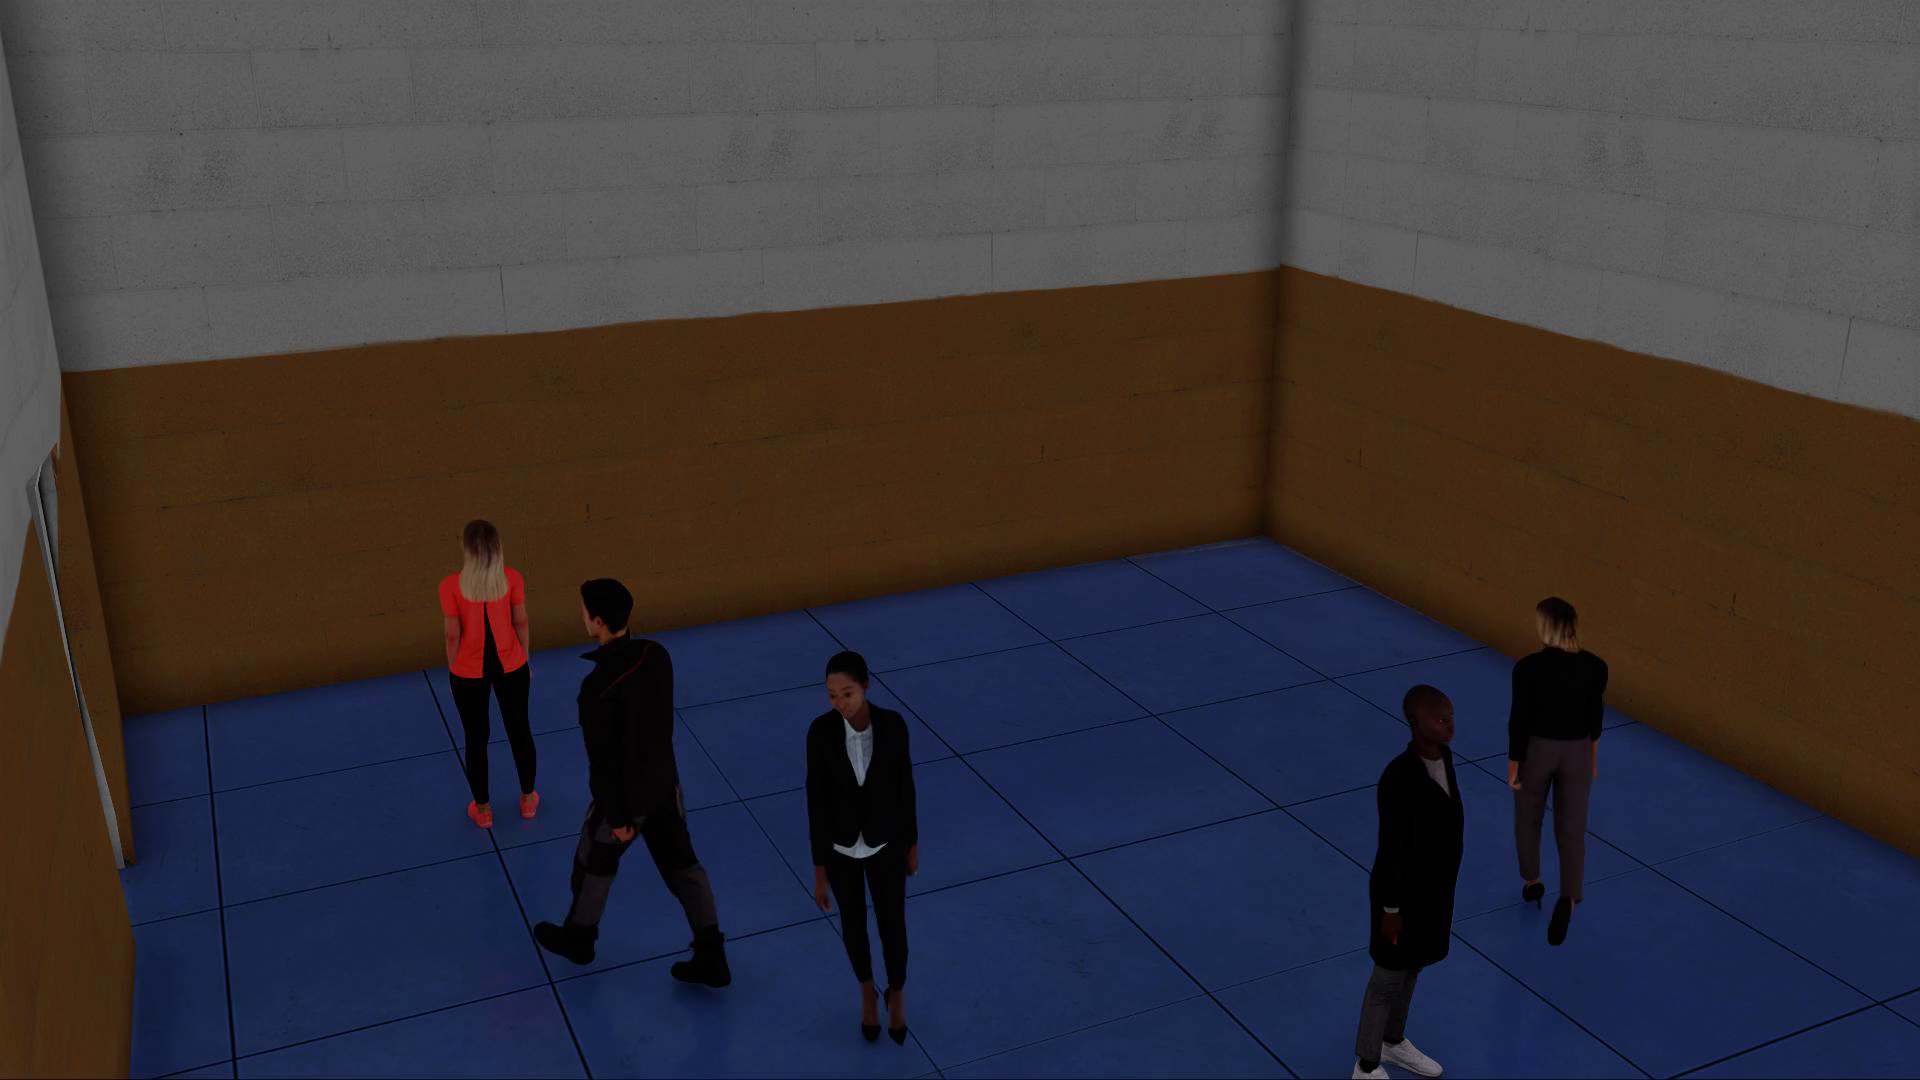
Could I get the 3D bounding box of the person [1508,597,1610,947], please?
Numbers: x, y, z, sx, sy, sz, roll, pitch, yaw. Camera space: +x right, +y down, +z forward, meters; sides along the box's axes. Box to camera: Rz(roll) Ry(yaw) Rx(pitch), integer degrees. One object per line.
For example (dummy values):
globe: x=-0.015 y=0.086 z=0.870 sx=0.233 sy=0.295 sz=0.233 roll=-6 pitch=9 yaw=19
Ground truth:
person: x=2.766 y=1.101 z=7.688 sx=1.021 sy=1.642 sz=0.981 roll=2 pitch=19 yaw=7

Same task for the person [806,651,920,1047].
person: x=-0.422 y=1.275 z=6.901 sx=0.726 sy=1.813 sz=0.784 roll=-2 pitch=19 yaw=-6

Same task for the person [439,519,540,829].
person: x=-2.486 y=0.699 z=8.797 sx=0.449 sy=1.694 sz=0.641 roll=-8 pitch=20 yaw=-23

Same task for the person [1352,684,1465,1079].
person: x=1.785 y=1.392 z=6.636 sx=0.780 sy=1.761 sz=0.639 roll=16 pitch=24 yaw=38

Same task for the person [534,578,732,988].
person: x=-1.330 y=1.110 z=7.260 sx=1.225 sy=1.898 sz=1.248 roll=9 pitch=21 yaw=26
